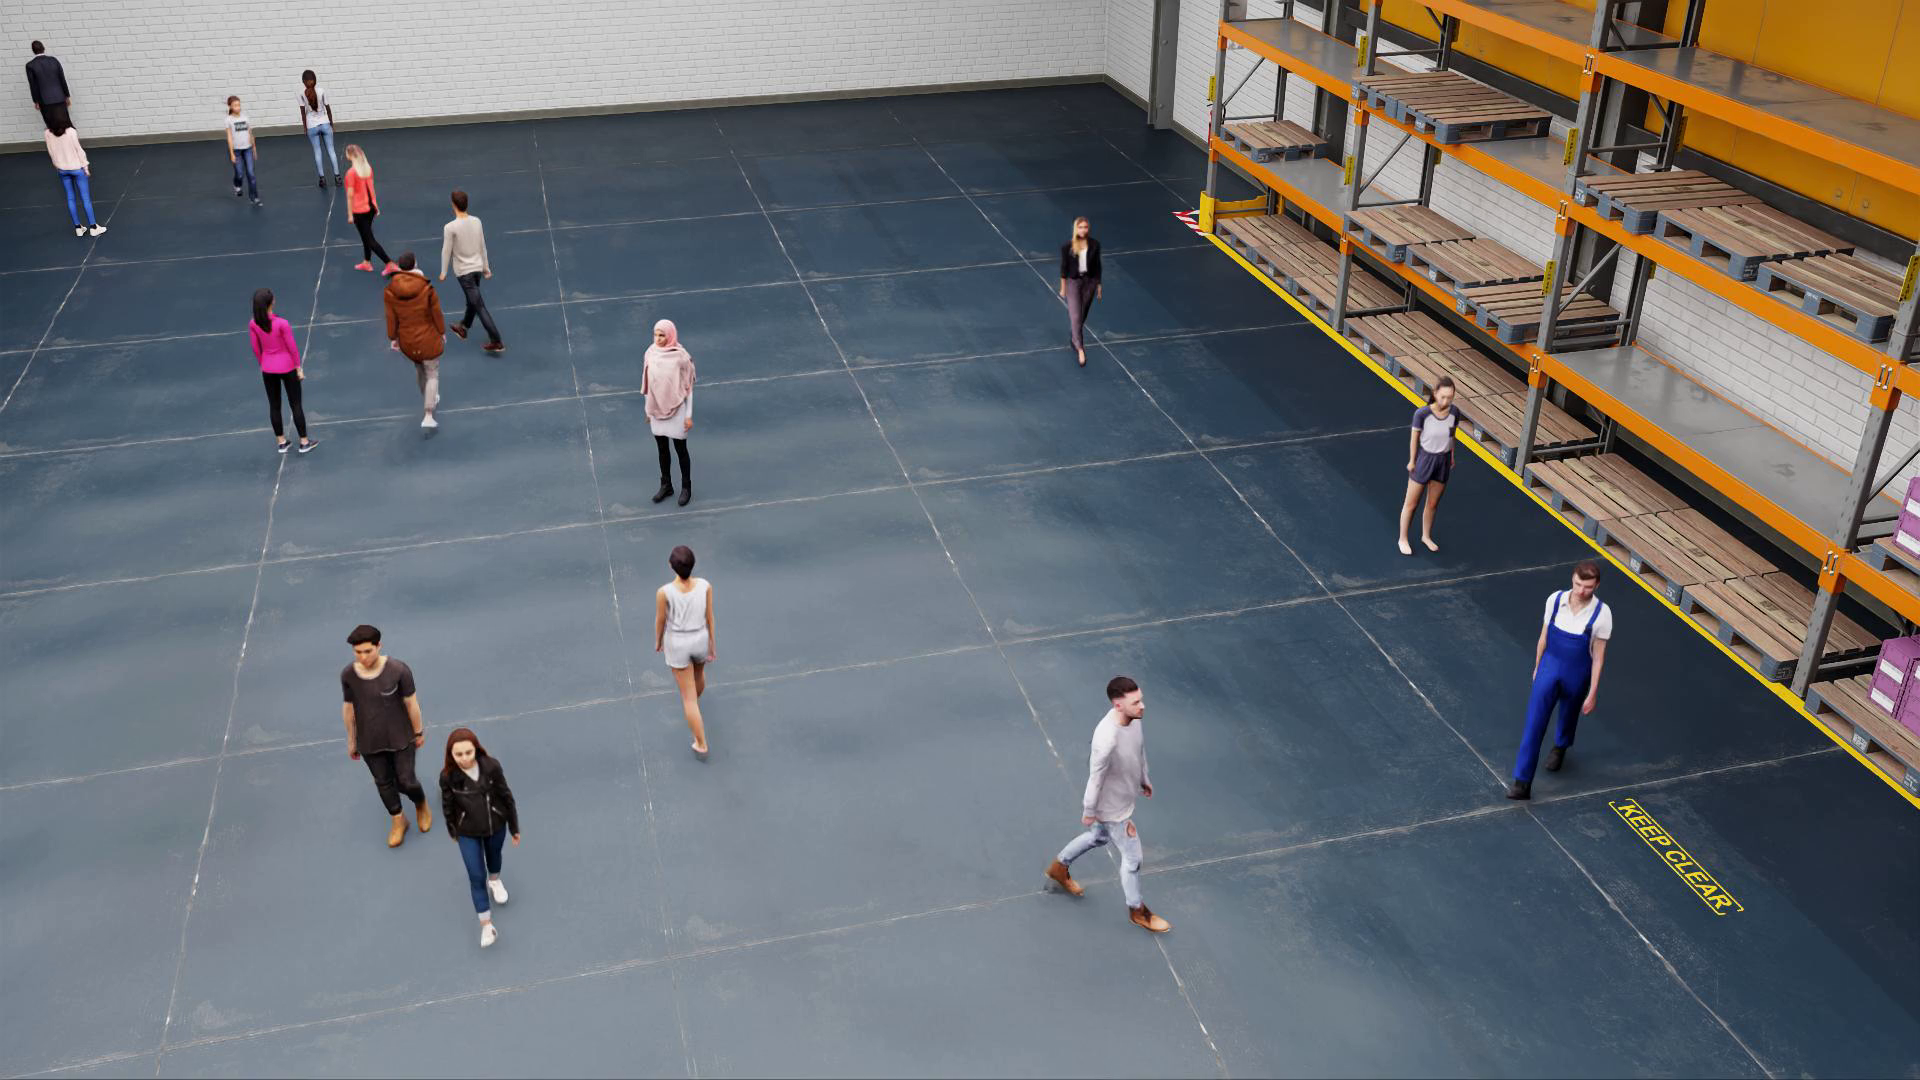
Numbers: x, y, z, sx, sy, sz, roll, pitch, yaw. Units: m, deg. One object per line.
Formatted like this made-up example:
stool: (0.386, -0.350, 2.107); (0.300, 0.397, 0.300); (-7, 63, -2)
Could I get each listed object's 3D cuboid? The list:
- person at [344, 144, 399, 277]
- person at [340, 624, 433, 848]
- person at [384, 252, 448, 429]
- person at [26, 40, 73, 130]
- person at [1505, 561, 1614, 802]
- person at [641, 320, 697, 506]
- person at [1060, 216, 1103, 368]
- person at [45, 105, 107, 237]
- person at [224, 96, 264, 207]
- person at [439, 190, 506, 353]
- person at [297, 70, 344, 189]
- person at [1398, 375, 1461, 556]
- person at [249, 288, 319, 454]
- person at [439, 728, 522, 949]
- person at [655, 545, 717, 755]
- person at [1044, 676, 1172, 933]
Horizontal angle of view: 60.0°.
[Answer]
person: (-7.466, -4.138, 21.024); (1.009, 1.671, 1.027); (9, 30, 16)
person: (-3.829, 1.245, 11.118); (0.695, 1.707, 0.699); (0, 29, 0)
person: (-5.525, -1.995, 16.962); (0.927, 1.798, 1.231); (1, 29, 1)
person: (-14.074, -6.816, 25.773); (0.780, 1.824, 0.754); (-23, 36, -35)
person: (4.266, 0.910, 11.635); (1.227, 1.800, 1.245); (18, 33, 29)
person: (-2.706, -1.196, 15.493); (0.737, 1.803, 0.763); (9, 30, 16)
person: (1.341, -2.824, 18.669); (0.665, 1.620, 1.035); (-5, 29, -9)
person: (-12.019, -4.994, 22.494); (0.710, 1.766, 0.663); (2, 29, 3)
person: (-10.314, -5.583, 23.796); (0.766, 1.554, 0.899); (-25, 37, -38)
person: (-5.472, -2.971, 18.733); (1.251, 1.817, 1.153); (18, 33, 30)
person: (-9.447, -6.069, 24.514); (0.609, 1.719, 0.563); (-11, 31, -20)
person: (4.141, -0.666, 14.681); (0.588, 1.651, 0.509); (-7, 29, -12)
person: (-6.754, -1.680, 16.488); (0.655, 1.699, 0.657); (2, 29, 3)
person: (-3.015, 1.759, 10.457); (0.679, 1.438, 0.986); (-13, 31, -22)
person: (-1.959, 0.819, 12.052); (0.718, 1.559, 1.120); (-13, 31, -23)
person: (0.887, 1.589, 10.385); (1.181, 1.806, 1.167); (13, 31, 22)
